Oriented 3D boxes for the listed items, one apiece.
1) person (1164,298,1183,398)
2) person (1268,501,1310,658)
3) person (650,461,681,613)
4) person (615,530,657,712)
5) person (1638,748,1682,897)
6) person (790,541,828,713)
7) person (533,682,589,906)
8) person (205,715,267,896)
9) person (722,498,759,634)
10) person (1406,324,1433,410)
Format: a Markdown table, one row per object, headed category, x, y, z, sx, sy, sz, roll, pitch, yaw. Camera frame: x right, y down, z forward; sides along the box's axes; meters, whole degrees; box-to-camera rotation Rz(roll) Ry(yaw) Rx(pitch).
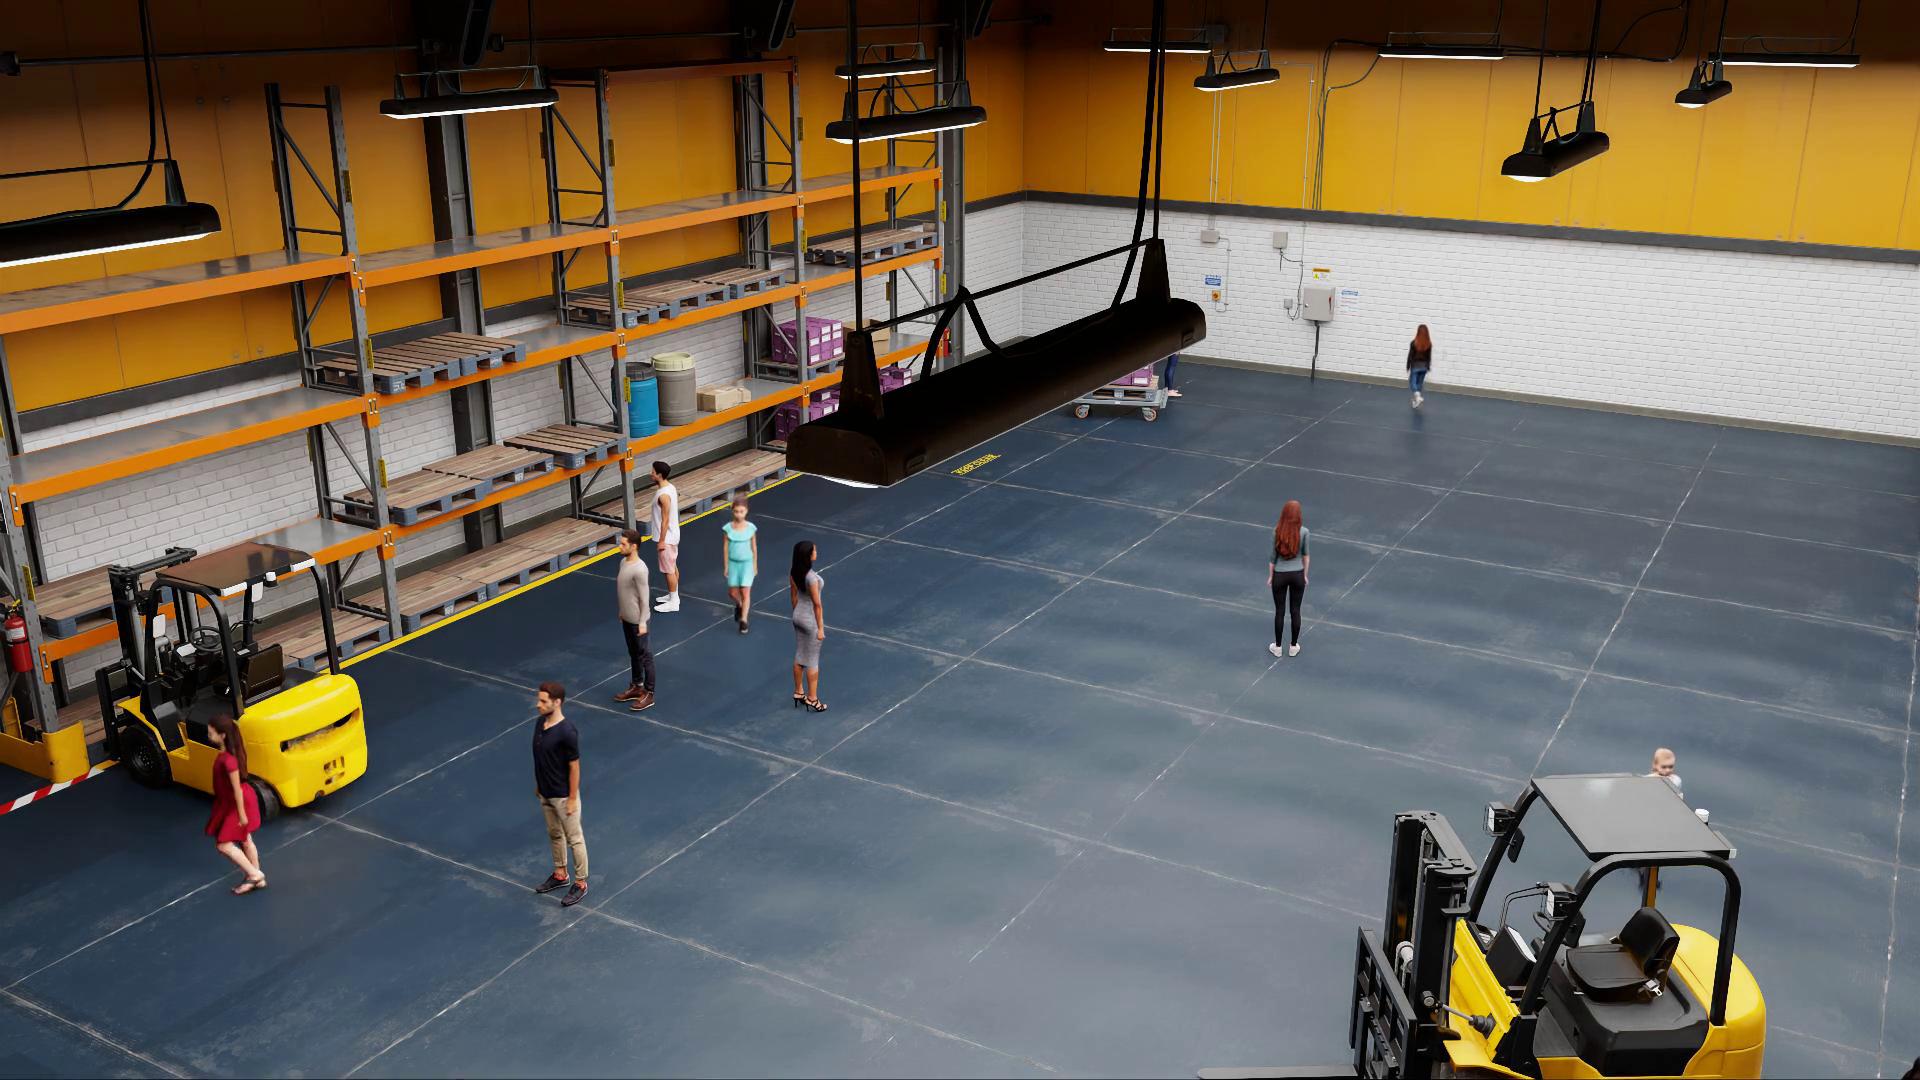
| category | x | y | z | sx | sy | sz | roll | pitch | yaw |
| --- | --- | --- | --- | --- | --- | --- | --- | --- | --- |
| person | 3.768 | -3.423 | 29.400 | 0.703 | 1.738 | 0.607 | 0 | 19 | -1 |
| person | 3.549 | 0.416 | 17.995 | 0.663 | 1.742 | 0.663 | 1 | 19 | 4 |
| person | -3.402 | -0.054 | 19.318 | 0.791 | 1.789 | 0.692 | -1 | 19 | -3 |
| person | -3.258 | 0.779 | 16.719 | 0.698 | 1.868 | 0.723 | -15 | 23 | -37 |
| person | 5.567 | 2.237 | 13.327 | 0.608 | 1.270 | 0.659 | 0 | 19 | -1 |
| person | -1.531 | 0.852 | 16.639 | 0.644 | 1.781 | 0.659 | -15 | 24 | -37 |
| person | -3.173 | 1.977 | 13.177 | 0.676 | 1.859 | 0.586 | 15 | 24 | 38 |
| person | -5.718 | 2.103 | 13.301 | 0.765 | 1.540 | 0.702 | -7 | 20 | -21 |
| person | -2.470 | 0.257 | 18.758 | 0.738 | 1.555 | 0.817 | -1 | 19 | -2 |
| person | 7.845 | -2.936 | 28.376 | 0.807 | 1.468 | 0.899 | -2 | 19 | -5 |
